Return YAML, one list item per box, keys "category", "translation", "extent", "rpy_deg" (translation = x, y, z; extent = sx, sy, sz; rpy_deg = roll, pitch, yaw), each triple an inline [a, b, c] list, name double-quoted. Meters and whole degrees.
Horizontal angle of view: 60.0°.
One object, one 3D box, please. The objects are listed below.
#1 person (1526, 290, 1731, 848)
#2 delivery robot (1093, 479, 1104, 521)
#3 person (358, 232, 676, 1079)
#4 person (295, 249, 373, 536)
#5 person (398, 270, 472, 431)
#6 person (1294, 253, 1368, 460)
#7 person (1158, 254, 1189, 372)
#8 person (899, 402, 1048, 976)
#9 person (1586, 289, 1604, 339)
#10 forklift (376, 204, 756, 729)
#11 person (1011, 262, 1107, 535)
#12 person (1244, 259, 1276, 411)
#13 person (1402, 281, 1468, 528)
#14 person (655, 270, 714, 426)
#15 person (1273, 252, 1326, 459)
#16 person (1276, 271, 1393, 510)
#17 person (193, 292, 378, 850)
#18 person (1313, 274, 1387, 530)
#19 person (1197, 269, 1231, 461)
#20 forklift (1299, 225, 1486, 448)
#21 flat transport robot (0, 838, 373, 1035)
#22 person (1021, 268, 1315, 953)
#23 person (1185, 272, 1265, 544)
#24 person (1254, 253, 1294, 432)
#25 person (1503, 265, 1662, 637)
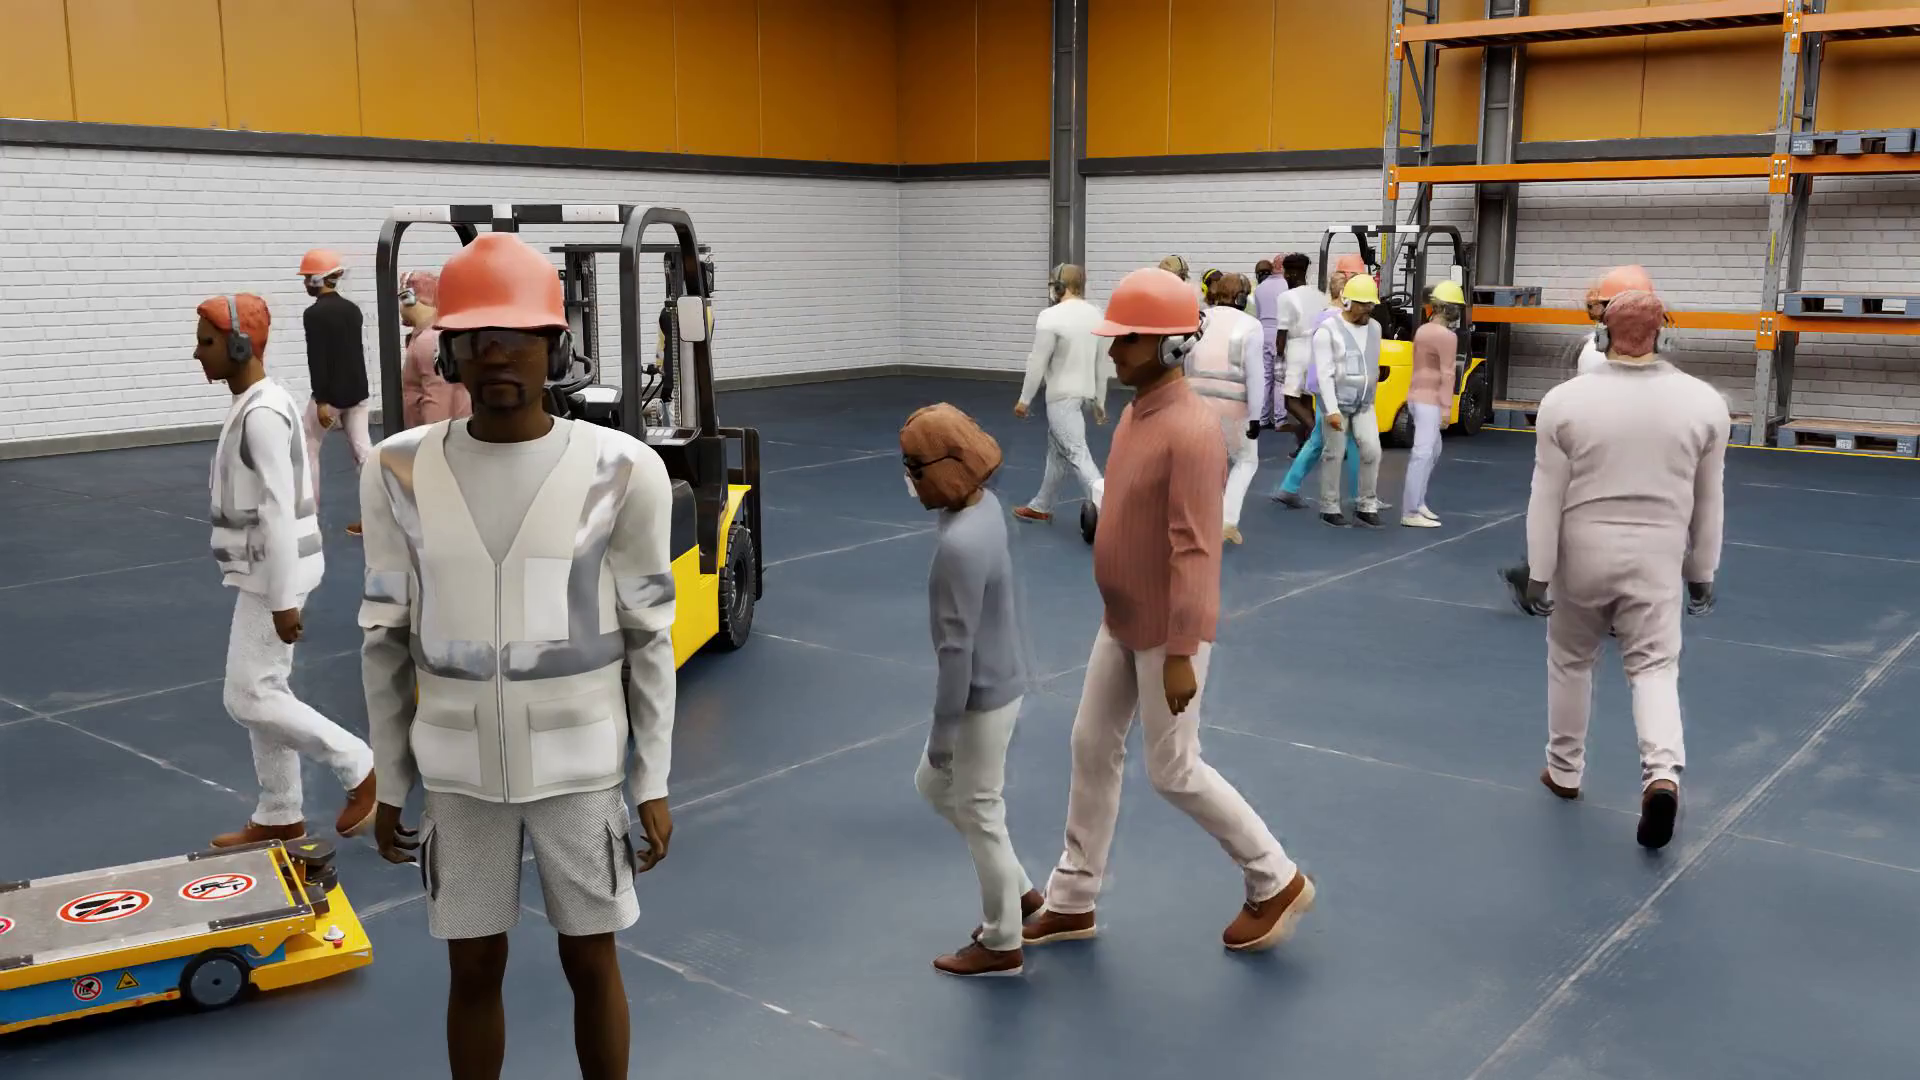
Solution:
- category: "person"
  translation: [2.296, 0.080, 5.740]
  extent: [0.653, 1.872, 0.895]
  rpy_deg: [2, 10, 11]
- category: "delivery robot"
  translation: [1.099, -0.257, 10.982]
  extent: [0.477, 0.478, 0.707]
  rpy_deg: [-1, 10, -6]
- category: "person"
  translation: [-0.856, 0.439, 3.248]
  extent: [0.608, 2.048, 0.368]
  rpy_deg: [0, 10, -2]
- category: "person"
  translation: [-4.345, -0.991, 11.383]
  extent: [0.859, 1.961, 0.614]
  rpy_deg: [3, 11, 17]
- category: "person"
  translation: [-2.785, -0.485, 8.852]
  extent: [0.575, 1.871, 0.730]
  rpy_deg: [-3, 11, -15]
- category: "person"
  translation: [3.486, -1.684, 15.373]
  extent: [0.548, 1.917, 0.620]
  rpy_deg: [-9, 14, -42]
- category: "person"
  translation: [1.463, -1.028, 11.695]
  extent: [0.372, 1.934, 0.627]
  rpy_deg: [-8, 13, -39]
- category: "person"
  translation: [0.025, 0.425, 4.502]
  extent: [0.358, 1.610, 0.562]
  rpy_deg: [1, 10, 5]
- category: "person"
  translation: [5.372, -1.294, 13.995]
  extent: [0.282, 1.633, 0.498]
  rpy_deg: [5, 11, 24]
- category: "forklift"
  translation: [-1.766, -0.406, 7.525]
  extent: [1.214, 2.155, 2.313]
  rpy_deg: [1, 10, 7]
- category: "person"
  translation: [0.748, -0.980, 11.581]
  extent: [1.014, 1.890, 0.632]
  rpy_deg: [8, 13, 38]
- category: "person"
  translation: [3.485, -2.297, 19.056]
  extent: [0.641, 1.821, 0.574]
  rpy_deg: [1, 10, 7]
- category: "person"
  translation: [3.362, -0.960, 11.843]
  extent: [0.458, 1.741, 0.543]
  rpy_deg: [-2, 10, -9]
- category: "person"
  translation: [-2.213, -1.273, 13.306]
  extent: [0.429, 1.842, 0.633]
  rpy_deg: [4, 11, 20]
- category: "person"
  translation: [3.196, -1.642, 15.125]
  extent: [0.642, 1.928, 0.767]
  rpy_deg: [-6, 12, -29]
- category: "person"
  translation: [2.810, -1.110, 12.516]
  extent: [0.863, 1.813, 0.579]
  rpy_deg: [-2, 10, -9]
- category: "person"
  translation: [-2.227, 0.125, 5.482]
  extent: [0.510, 1.871, 0.570]
  rpy_deg: [-4, 11, -21]
- category: "person"
  translation: [2.750, -0.943, 11.624]
  extent: [0.601, 1.800, 0.601]
  rpy_deg: [-4, 11, -23]
- category: "person"
  translation: [2.247, -1.605, 15.372]
  extent: [0.533, 1.759, 1.121]
  rpy_deg: [-8, 13, -36]
- category: "forklift"
  translation: [4.449, -2.115, 16.993]
  extent: [1.214, 2.155, 2.313]
  rpy_deg: [8, 13, 38]
- category: "flat transport robot"
  translation: [-2.400, 1.101, 4.506]
  extent: [1.431, 0.197, 0.652]
  rpy_deg: [-6, 12, -29]
- category: "person"
  translation: [0.571, 0.219, 4.702]
  extent: [0.883, 1.967, 0.632]
  rpy_deg: [-2, 10, -13]
- category: "person"
  translation: [1.742, -0.852, 11.024]
  extent: [0.664, 1.821, 0.435]
  rpy_deg: [8, 13, 39]
- category: "person"
  translation: [3.418, -2.104, 17.756]
  extent: [0.399, 1.900, 0.645]
  rpy_deg: [-6, 12, -29]
- category: "person"
  translation: [3.268, -0.456, 8.585]
  extent: [0.842, 1.916, 0.546]
  rpy_deg: [7, 13, 36]
